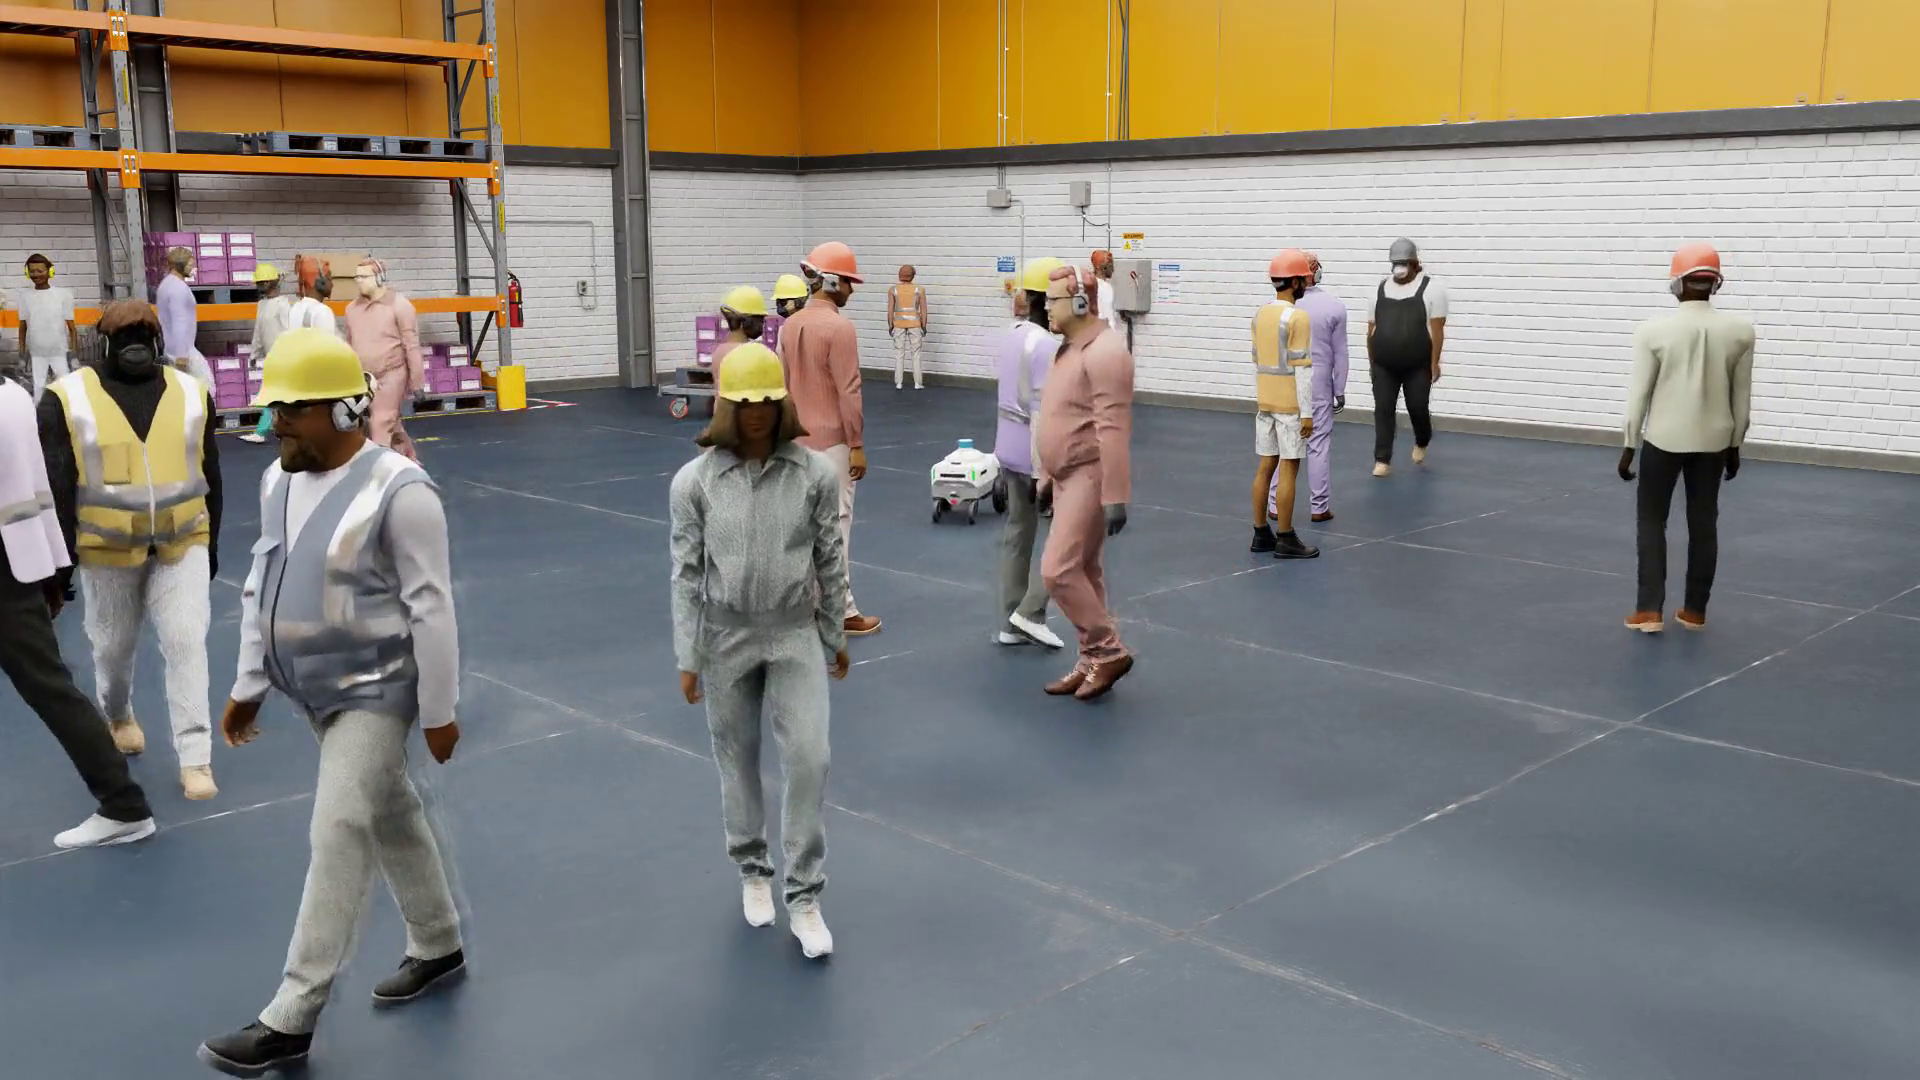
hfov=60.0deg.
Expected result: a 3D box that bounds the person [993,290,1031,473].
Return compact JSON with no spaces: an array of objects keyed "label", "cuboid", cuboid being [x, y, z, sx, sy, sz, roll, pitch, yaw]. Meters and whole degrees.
[{"label":"person","cuboid":[0.497,-1.224,13.411,0.822,1.602,0.512,-5,12,-25]}]

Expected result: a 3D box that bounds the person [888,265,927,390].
[{"label":"person","cuboid":[-0.689,-2.779,21.799,0.518,1.636,0.312,1,10,5]}]

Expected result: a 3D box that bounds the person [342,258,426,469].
[{"label":"person","cuboid":[-4.436,-1.221,12.720,0.677,1.857,0.992,5,12,25]}]

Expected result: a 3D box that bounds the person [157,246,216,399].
[{"label":"person","cuboid":[-7.047,-1.703,15.148,0.442,1.918,0.648,-7,12,-32]}]

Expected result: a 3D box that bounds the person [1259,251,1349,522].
[{"label":"person","cuboid":[2.420,-1.075,11.771,0.643,1.909,0.410,3,11,17]}]

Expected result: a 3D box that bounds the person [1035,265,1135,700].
[{"label":"person","cuboid":[0.506,-0.233,7.209,0.433,1.890,0.678,-2,11,-12]}]

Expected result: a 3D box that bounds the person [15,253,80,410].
[{"label":"person","cuboid":[-8.327,-1.677,15.199,0.505,1.860,0.320,-2,11,-12]}]

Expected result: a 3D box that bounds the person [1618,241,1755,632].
[{"label":"person","cuboid":[3.685,-0.511,8.465,0.614,1.996,0.394,1,10,4]}]

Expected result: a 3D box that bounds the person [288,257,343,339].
[{"label":"person","cuboid":[-4.448,-1.004,11.468,0.645,1.870,0.600,-9,13,-39]}]

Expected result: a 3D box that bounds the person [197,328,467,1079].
[{"label":"person","cuboid":[-1.603,0.385,4.116,0.594,1.788,0.890,8,13,37]}]

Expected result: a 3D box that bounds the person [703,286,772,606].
[{"label":"person","cuboid":[-1.136,-0.506,9.100,0.684,1.738,0.549,-7,13,-34]}]

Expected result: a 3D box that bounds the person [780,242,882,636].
[{"label":"person","cuboid":[-0.664,-0.506,8.455,0.392,1.985,0.609,-8,13,-37]}]

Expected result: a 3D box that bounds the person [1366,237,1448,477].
[{"label":"person","cuboid":[3.776,-1.574,14.126,0.688,2.000,0.799,6,12,28]}]

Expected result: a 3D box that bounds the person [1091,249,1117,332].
[{"label":"person","cuboid":[1.345,-1.885,16.251,0.337,1.882,0.585,-4,11,-23]}]

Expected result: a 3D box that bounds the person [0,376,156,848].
[{"label":"person","cuboid":[-3.167,0.121,5.361,1.002,1.864,0.615,-3,11,-14]}]

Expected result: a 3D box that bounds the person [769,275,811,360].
[{"label":"person","cuboid":[-1.125,-0.934,11.415,0.353,1.756,0.518,-7,12,-33]}]

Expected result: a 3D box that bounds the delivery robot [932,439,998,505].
[{"label":"delivery robot","cuboid":[0.040,-0.481,11.964,0.477,0.478,0.707,3,11,15]}]

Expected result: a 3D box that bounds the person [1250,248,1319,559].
[{"label":"person","cuboid":[2.047,-0.852,10.461,0.349,1.942,0.545,-5,11,-24]}]

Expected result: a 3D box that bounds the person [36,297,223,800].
[{"label":"person","cuboid":[-3.060,0.003,6.186,0.625,1.816,0.909,-7,13,-35]}]

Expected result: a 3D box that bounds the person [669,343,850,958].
[{"label":"person","cuboid":[-0.547,0.312,4.687,0.516,1.716,0.693,-2,11,-13]}]

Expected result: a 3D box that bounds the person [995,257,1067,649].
[{"label":"person","cuboid":[0.378,-0.407,8.109,0.440,1.911,0.585,-4,11,-21]}]

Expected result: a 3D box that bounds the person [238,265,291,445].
[{"label":"person","cuboid":[-6.712,-1.781,16.079,0.554,1.726,0.841,10,14,43]}]
